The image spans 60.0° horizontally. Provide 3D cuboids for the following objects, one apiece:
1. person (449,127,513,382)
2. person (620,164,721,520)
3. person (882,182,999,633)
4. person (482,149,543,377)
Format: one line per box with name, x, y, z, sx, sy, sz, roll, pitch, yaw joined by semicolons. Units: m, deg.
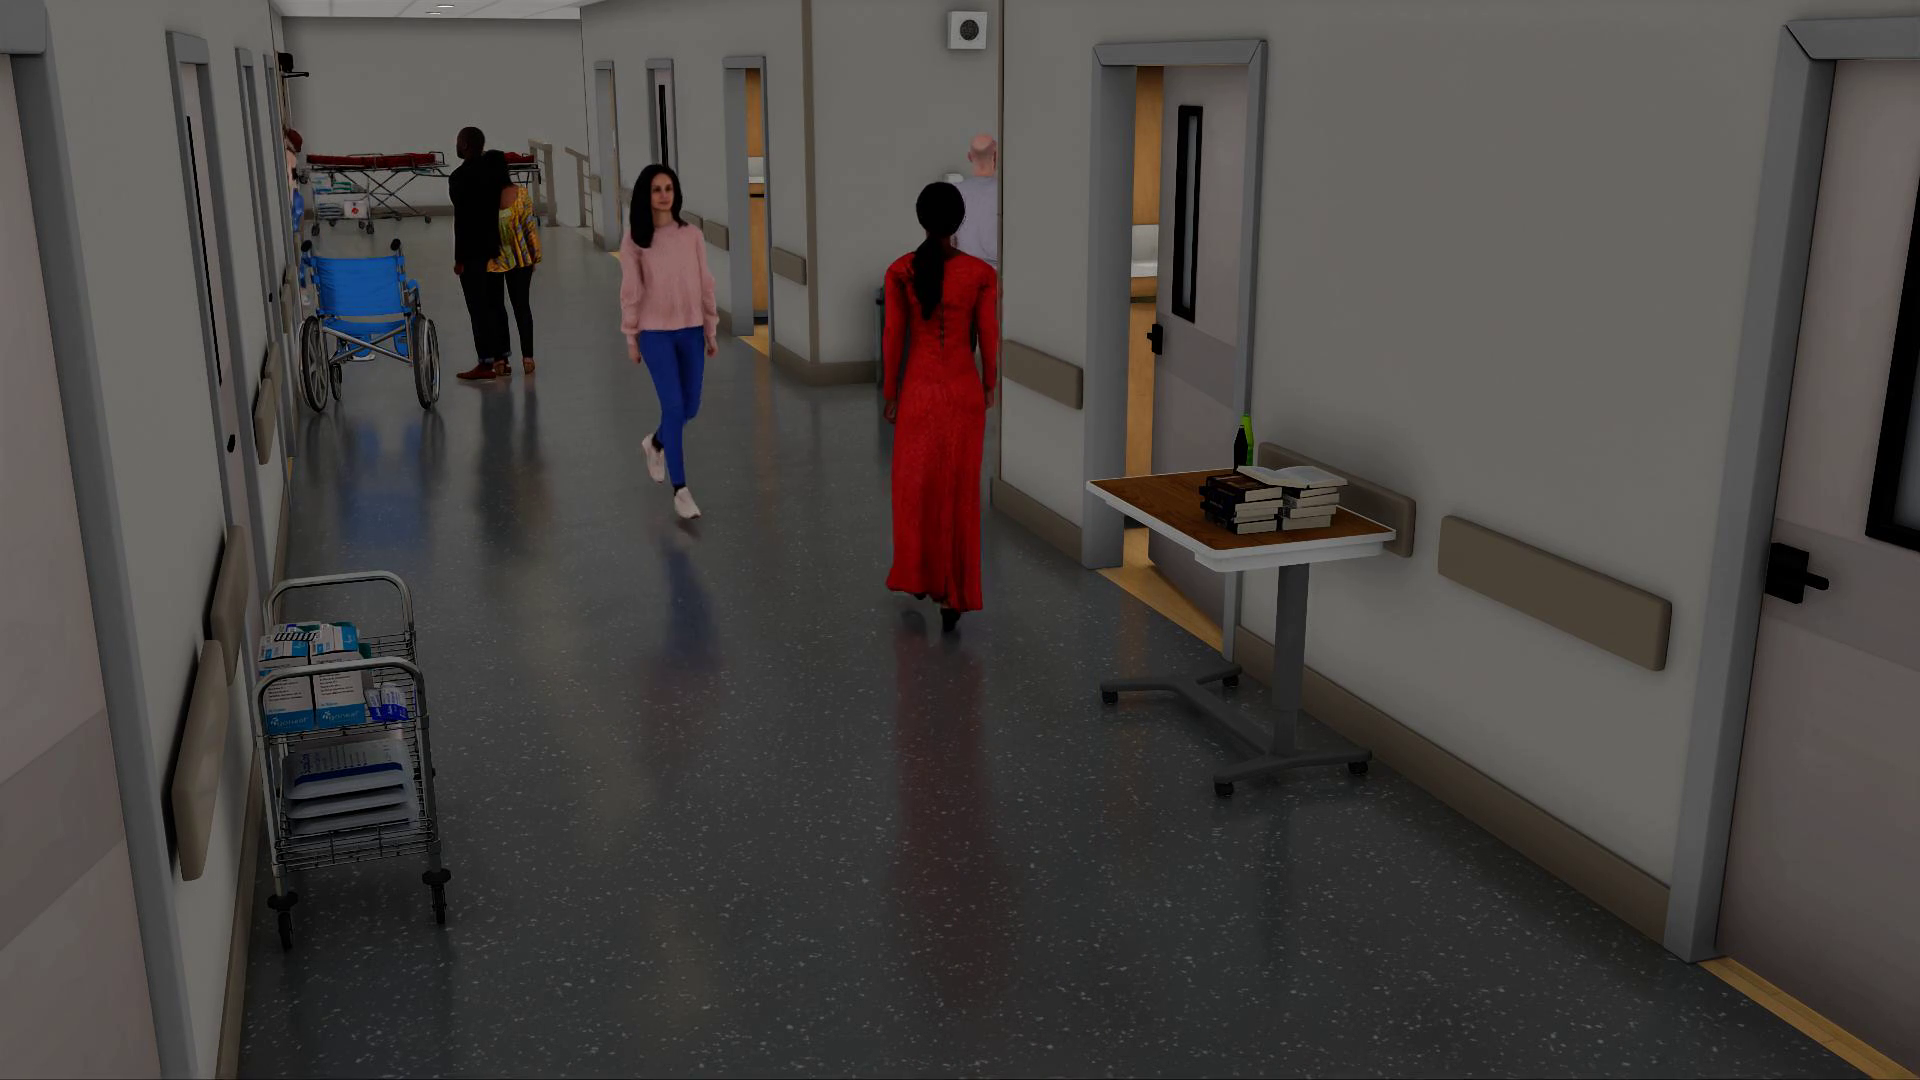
person;-3.504;-2.090;12.151;0.851;1.818;0.754;4;16;15
person;-1.495;-1.010;8.468;0.781;1.739;1.132;-9;18;-30
person;-0.078;-0.496;6.604;0.770;1.761;0.988;-2;16;-6
person;-3.381;-2.054;12.322;0.723;1.655;0.755;-7;17;-24
